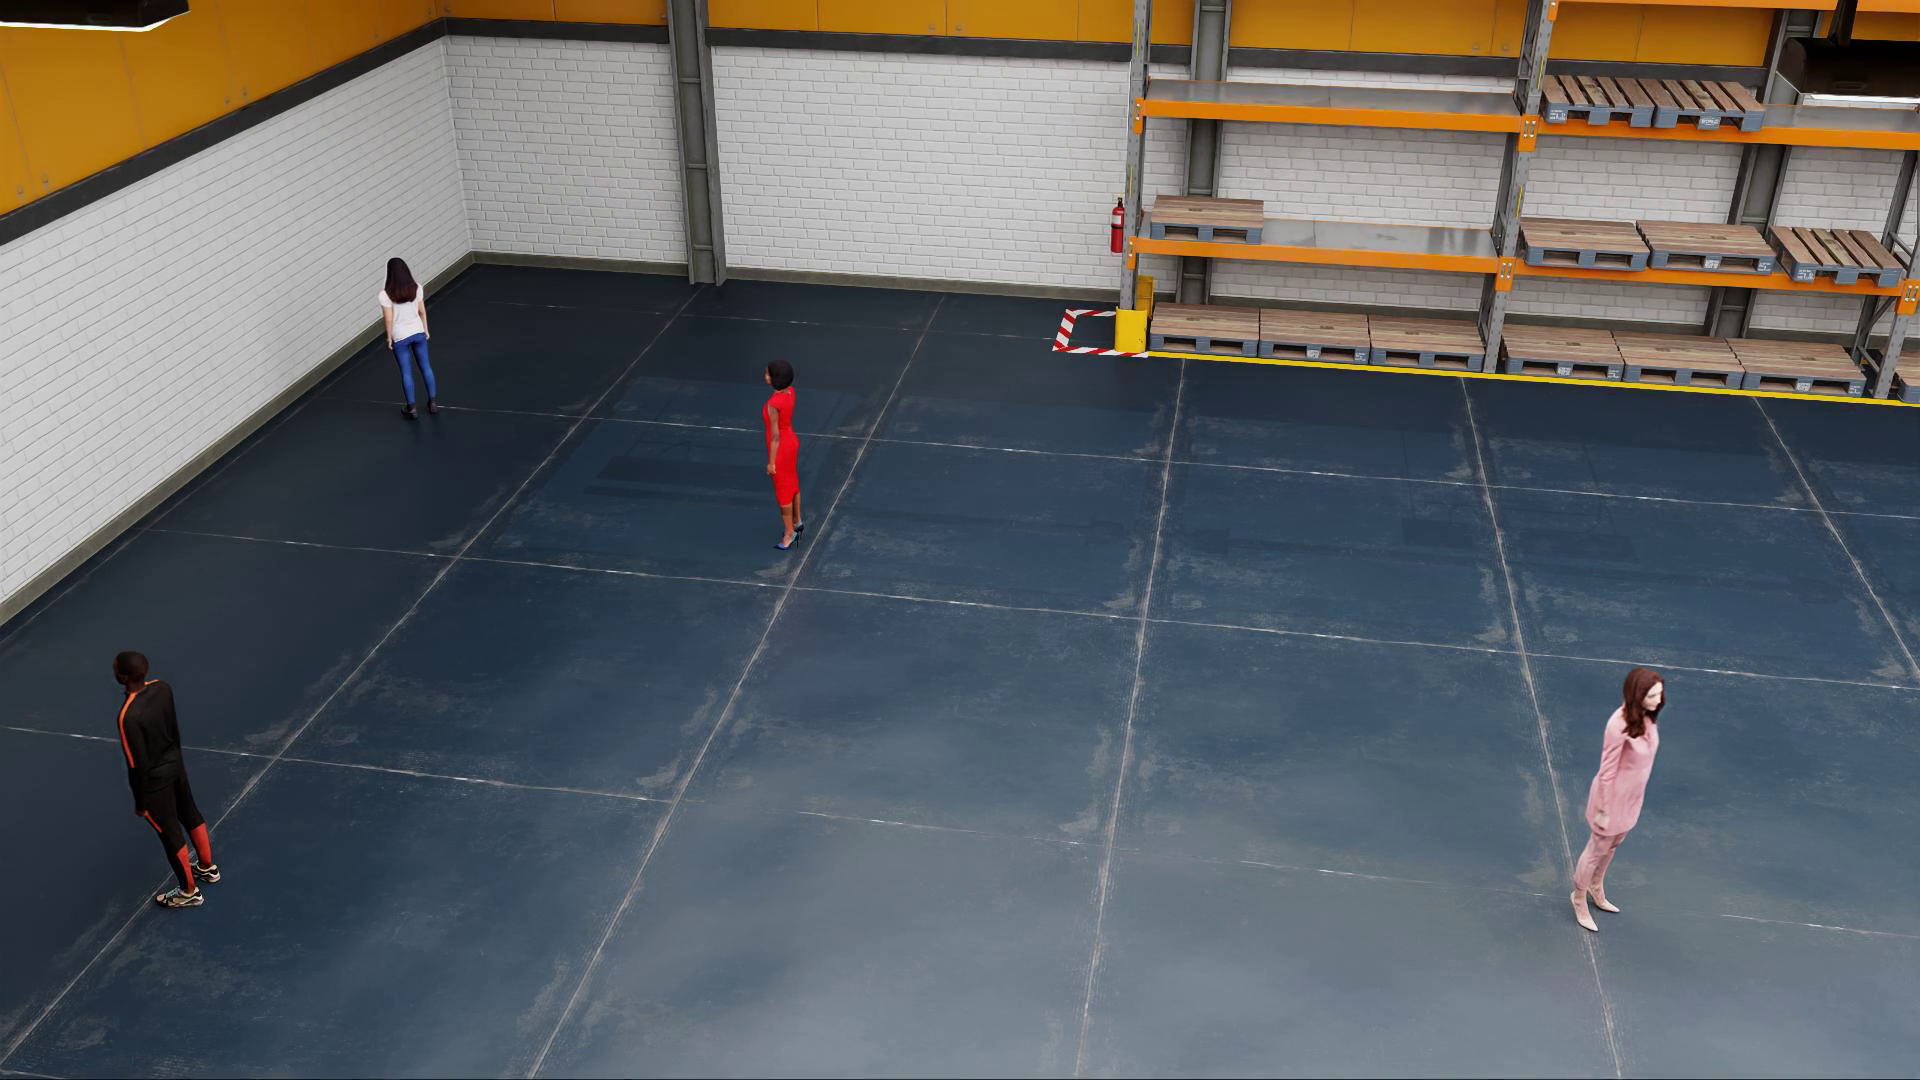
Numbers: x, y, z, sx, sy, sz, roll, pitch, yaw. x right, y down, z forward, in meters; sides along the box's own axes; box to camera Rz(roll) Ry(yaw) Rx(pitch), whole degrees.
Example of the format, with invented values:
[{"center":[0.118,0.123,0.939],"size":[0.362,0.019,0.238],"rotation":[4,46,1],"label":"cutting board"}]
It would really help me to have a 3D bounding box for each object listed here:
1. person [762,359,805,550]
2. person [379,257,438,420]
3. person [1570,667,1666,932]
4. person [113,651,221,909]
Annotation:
[{"center":[-1.525,-0.743,14.357],"size":[0.508,1.744,0.589],"rotation":[7,29,13],"label":"person"},{"center":[-5.560,-2.033,16.783],"size":[0.676,1.685,0.722],"rotation":[-21,35,-33],"label":"person"},{"center":[3.981,1.550,10.091],"size":[0.682,1.803,0.722],"rotation":[-22,35,-34],"label":"person"},{"center":[-4.926,1.455,10.261],"size":[0.519,1.808,0.617],"rotation":[4,29,7],"label":"person"}]
